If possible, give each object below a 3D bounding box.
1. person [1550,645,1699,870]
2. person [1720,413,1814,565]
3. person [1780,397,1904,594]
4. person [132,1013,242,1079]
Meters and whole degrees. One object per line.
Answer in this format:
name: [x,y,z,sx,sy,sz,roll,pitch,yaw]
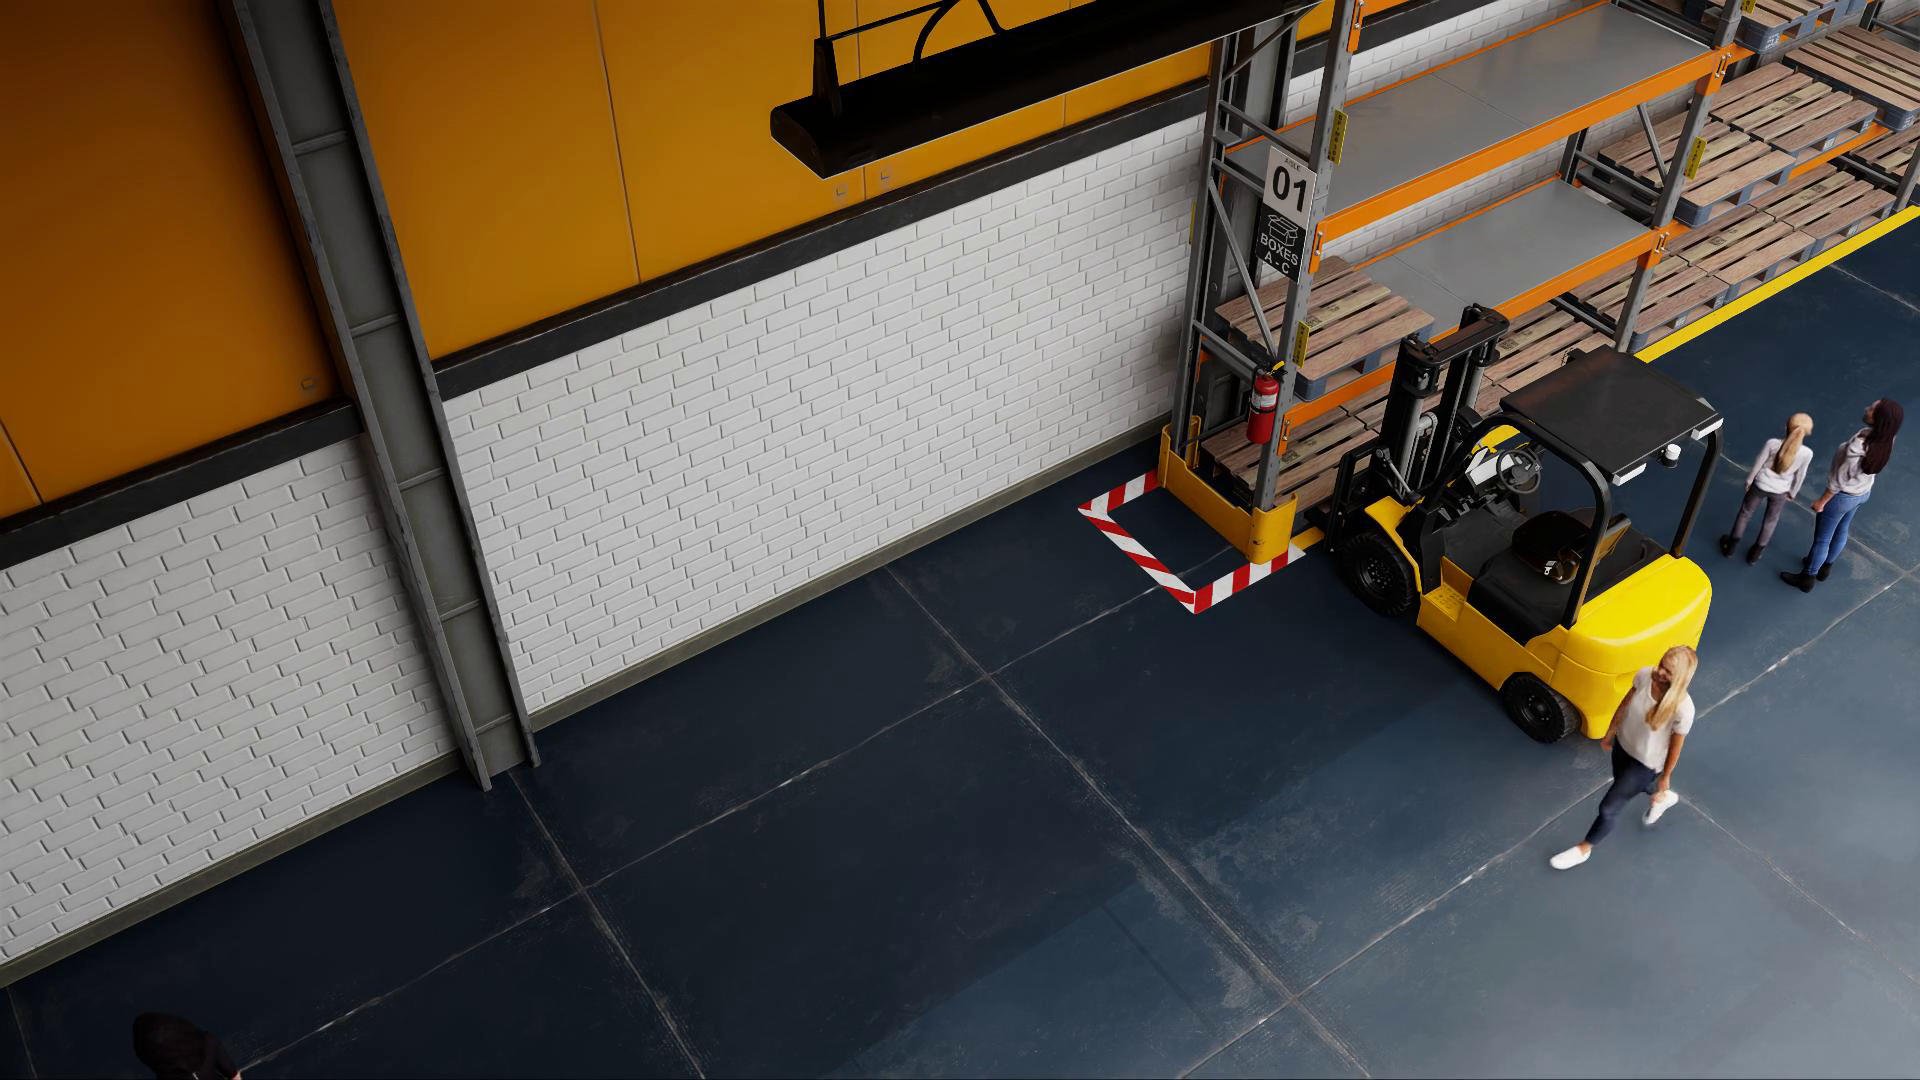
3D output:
person: [4.013,1.218,9.648,1.199,1.785,0.838,-12,45,-12]
person: [5.694,-0.369,11.683,0.569,1.277,0.603,19,47,19]
person: [6.062,-0.310,11.361,0.446,1.635,0.662,-24,49,-23]
person: [-3.548,2.816,7.959,0.731,1.802,0.627,15,46,15]
